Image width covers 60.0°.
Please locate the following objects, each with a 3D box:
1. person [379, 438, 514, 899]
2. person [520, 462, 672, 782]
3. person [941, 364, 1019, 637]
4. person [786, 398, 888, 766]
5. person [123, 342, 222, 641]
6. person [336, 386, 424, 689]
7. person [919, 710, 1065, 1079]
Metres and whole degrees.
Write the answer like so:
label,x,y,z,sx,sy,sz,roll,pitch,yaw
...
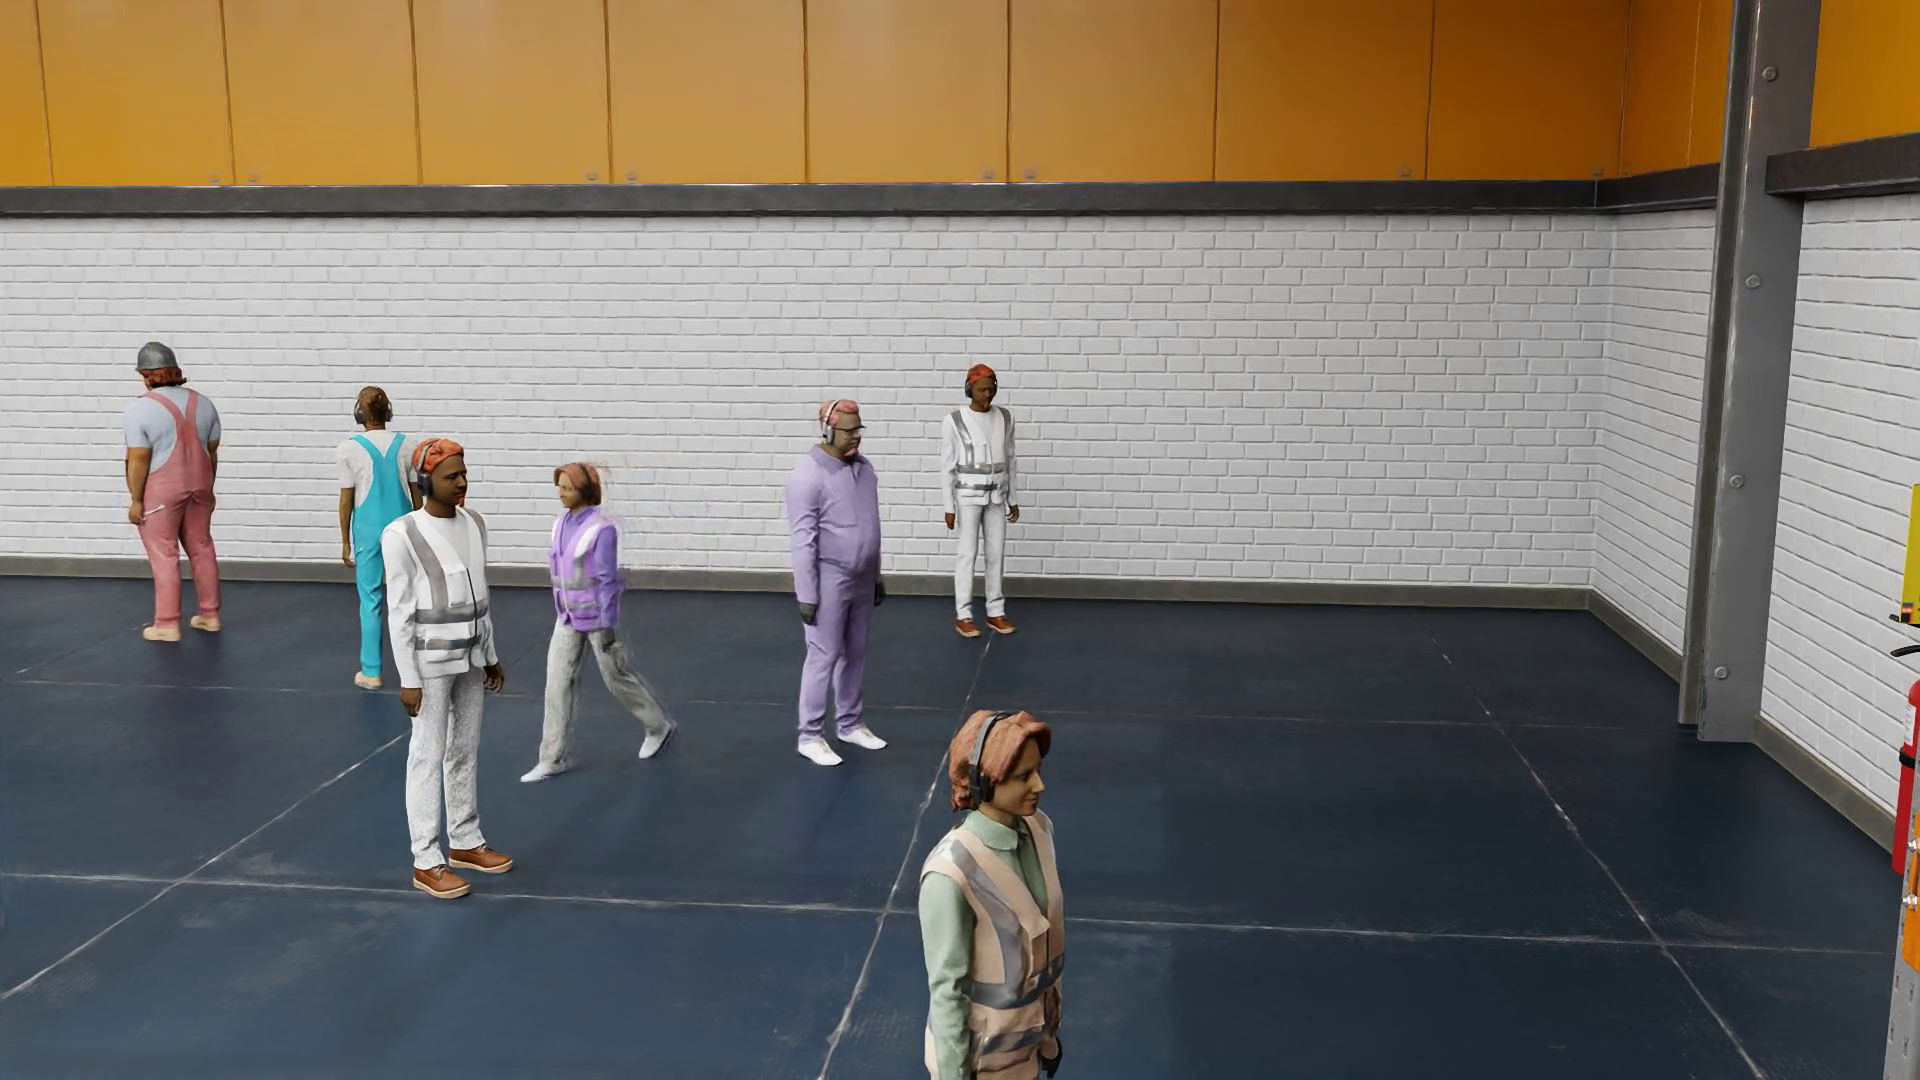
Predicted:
label,x,y,z,sx,sy,sz,roll,pitch,yaw
person,-2.120,0.517,6.904,0.356,1.883,0.572,4,11,22
person,-1.845,0.391,8.453,0.531,1.611,0.829,9,13,42
person,0.140,-0.271,11.438,0.586,1.878,0.357,-6,11,-30
person,-0.607,0.214,8.610,0.400,1.896,0.639,6,12,31
person,-5.419,-0.341,11.365,0.536,2.000,0.688,5,11,27
person,-3.500,-0.015,10.101,0.502,1.837,0.349,-7,12,-34
person,0.077,1.182,3.791,0.308,1.641,0.517,5,11,26
